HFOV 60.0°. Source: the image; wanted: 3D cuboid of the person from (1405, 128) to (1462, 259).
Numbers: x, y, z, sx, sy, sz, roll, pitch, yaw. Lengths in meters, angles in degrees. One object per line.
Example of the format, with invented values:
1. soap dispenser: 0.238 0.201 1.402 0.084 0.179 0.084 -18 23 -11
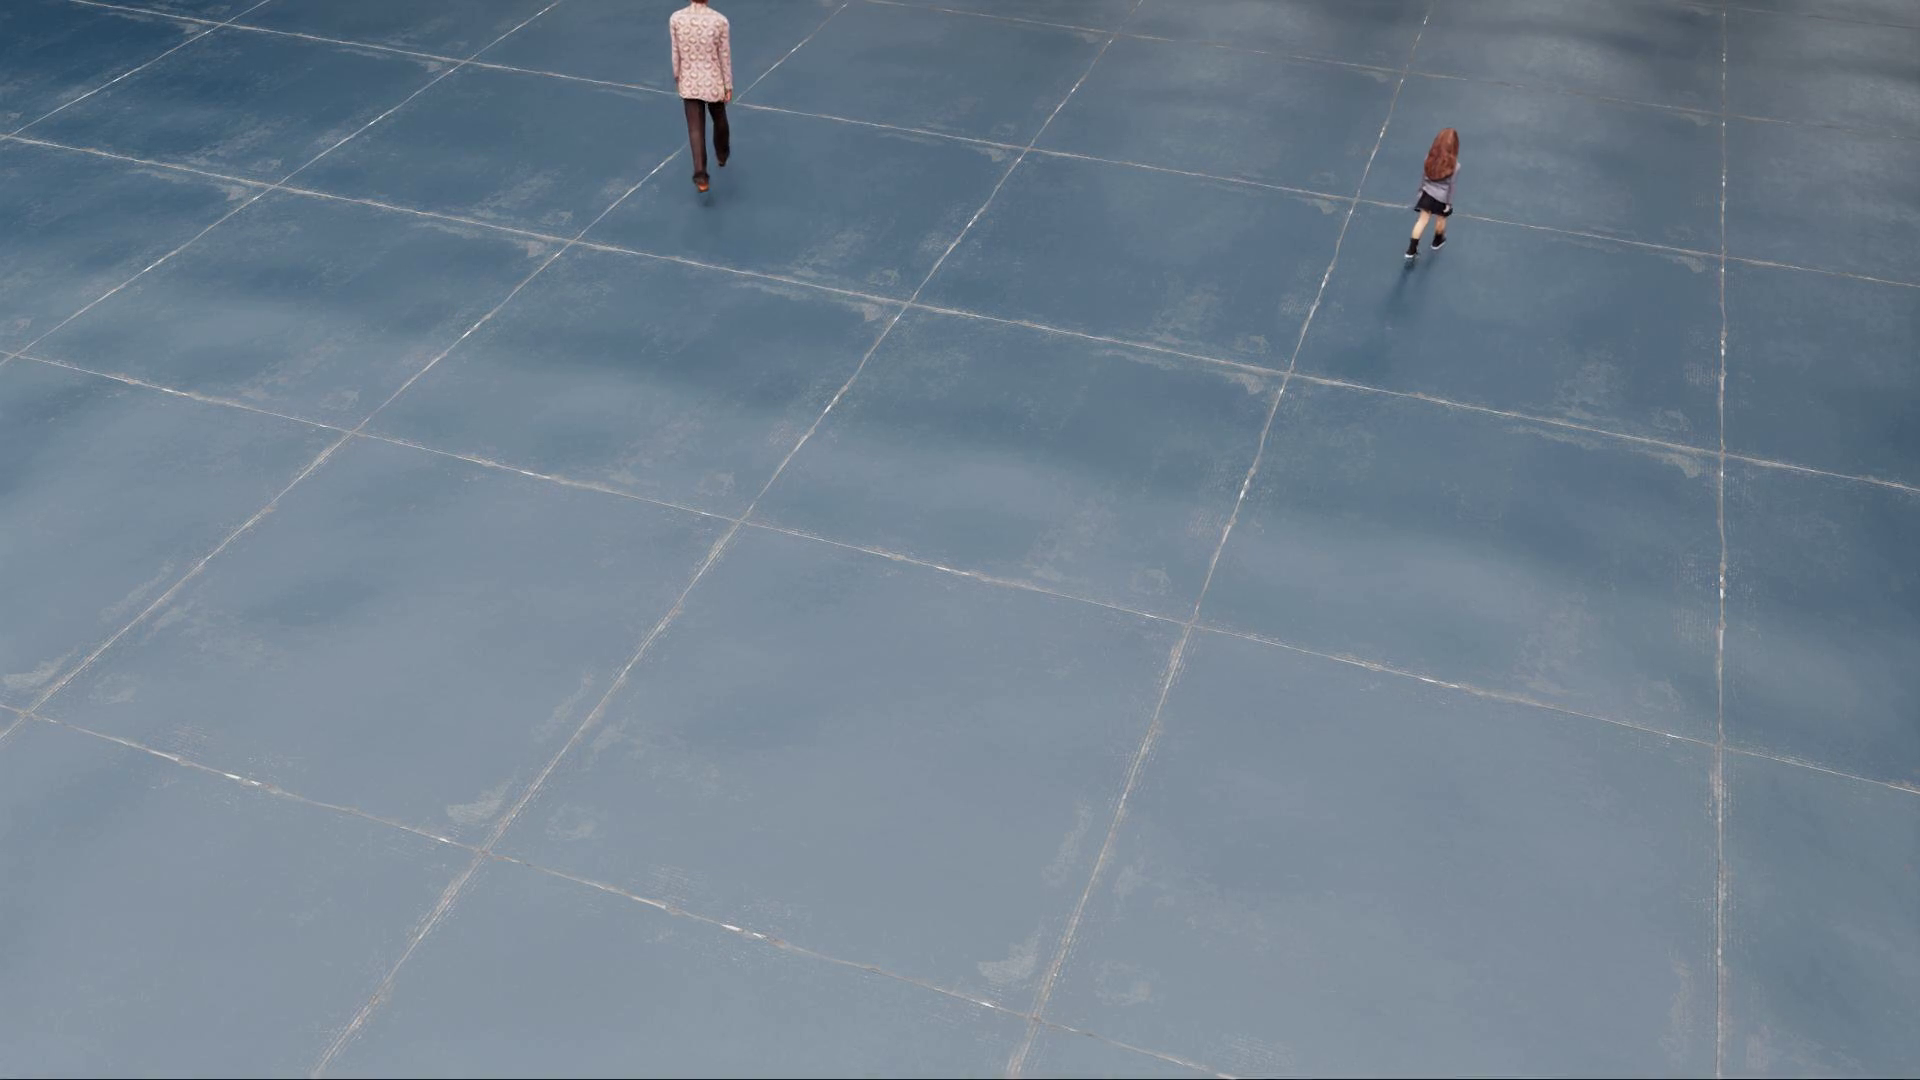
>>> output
1. person: 3.776 -2.741 13.284 0.642 1.083 0.854 26 45 29

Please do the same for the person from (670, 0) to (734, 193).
1. person: -2.189 -3.812 14.090 1.051 1.775 1.317 -4 38 -6
